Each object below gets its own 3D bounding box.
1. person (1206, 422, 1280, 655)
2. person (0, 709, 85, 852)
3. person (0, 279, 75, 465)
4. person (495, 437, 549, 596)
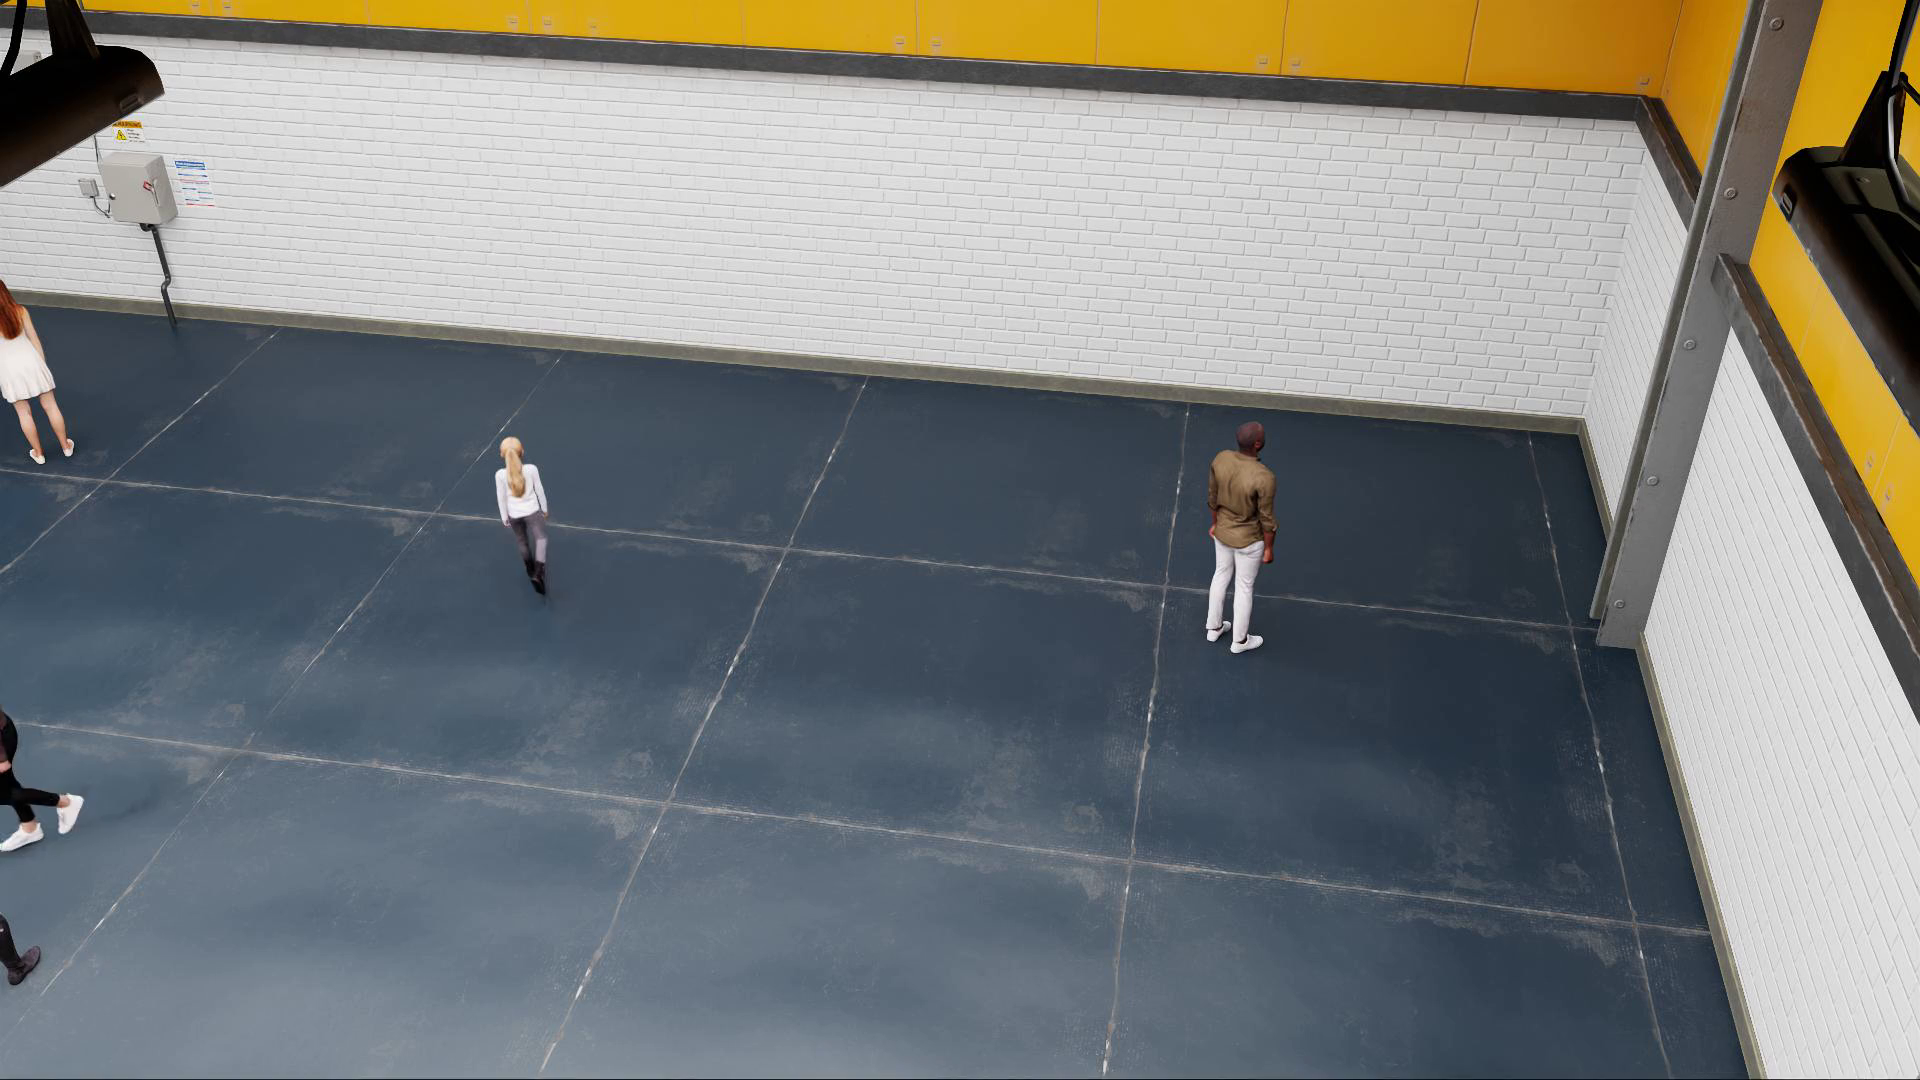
[{"bbox_3d":[1.970,-0.024,11.707,0.816,1.825,0.802,-28,42,-35],"label":"person"},{"bbox_3d":[-5.748,1.173,10.024,0.899,1.695,0.834,-23,40,-31],"label":"person"},{"bbox_3d":[-7.866,-1.442,13.943,0.645,1.711,0.704,-21,39,-28],"label":"person"},{"bbox_3d":[-3.253,-0.178,12.444,0.670,1.265,0.864,-7,34,-11],"label":"person"}]
